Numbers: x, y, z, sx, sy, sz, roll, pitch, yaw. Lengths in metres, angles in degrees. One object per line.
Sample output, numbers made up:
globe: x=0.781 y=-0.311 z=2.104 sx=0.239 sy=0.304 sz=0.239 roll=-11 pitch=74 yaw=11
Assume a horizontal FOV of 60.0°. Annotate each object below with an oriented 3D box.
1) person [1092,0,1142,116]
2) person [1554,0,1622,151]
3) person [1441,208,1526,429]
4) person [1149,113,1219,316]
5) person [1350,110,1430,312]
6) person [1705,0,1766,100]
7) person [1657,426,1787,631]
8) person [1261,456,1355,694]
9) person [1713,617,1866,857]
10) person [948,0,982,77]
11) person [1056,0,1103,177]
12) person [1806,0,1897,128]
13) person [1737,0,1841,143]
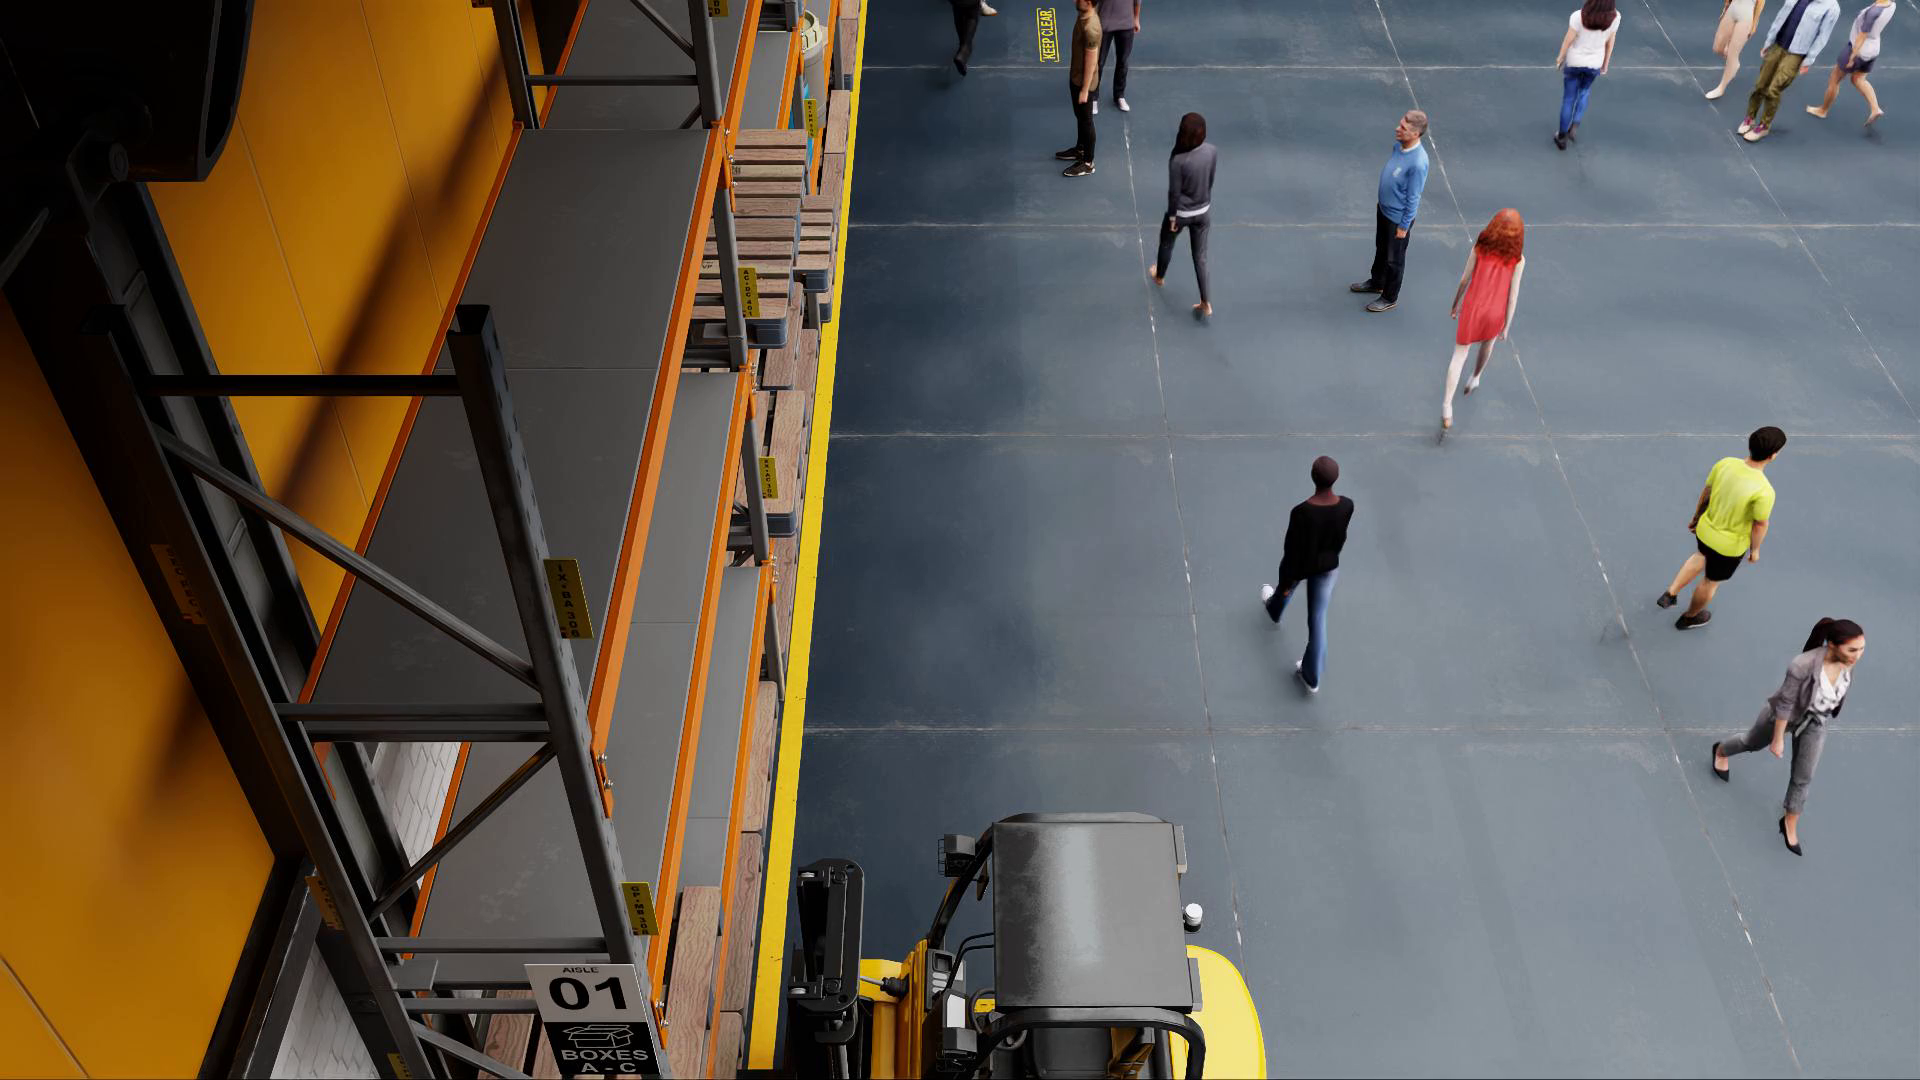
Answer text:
person: x=1.507 y=-5.076 z=16.225 sx=0.711 sy=1.854 sz=0.598 roll=-7 pitch=44 yaw=-7
person: x=5.887 y=-4.417 z=15.661 sx=0.622 sy=1.678 sz=0.566 roll=2 pitch=44 yaw=2
person: x=3.943 y=-1.641 z=12.670 sx=0.932 sy=1.784 sz=1.220 roll=17 pitch=46 yaw=17
person: x=1.955 y=-2.673 z=13.791 sx=0.859 sy=1.733 sz=1.183 roll=-14 pitch=45 yaw=-14
person: x=3.636 y=-2.754 z=13.813 sx=0.762 sy=1.820 sz=0.586 roll=-9 pitch=44 yaw=-9
person: x=7.812 y=-5.191 z=16.511 sx=0.842 sy=1.628 sz=0.814 roll=-24 pitch=48 yaw=-23
person: x=5.017 y=-0.023 z=11.036 sx=0.822 sy=1.697 sz=0.741 roll=-17 pitch=46 yaw=-17
person: x=2.302 y=0.240 z=10.757 sx=0.778 sy=1.699 sz=1.221 roll=-8 pitch=44 yaw=-9
person: x=4.928 y=1.045 z=9.958 sx=0.723 sy=1.637 sz=1.087 roll=-7 pitch=44 yaw=-7
person: x=0.019 y=-5.583 z=16.839 sx=0.805 sy=1.742 sz=1.127 roll=12 pitch=45 yaw=13
person: x=1.149 y=-4.275 z=15.386 sx=0.750 sy=1.852 sz=0.542 roll=-5 pitch=44 yaw=-6
person: x=8.774 y=-4.707 z=16.063 sx=0.882 sy=1.545 sz=1.002 roll=-28 pitch=50 yaw=-26
person: x=7.939 y=-4.644 z=15.820 sx=0.874 sy=1.789 sz=0.756 roll=-16 pitch=46 yaw=-16
